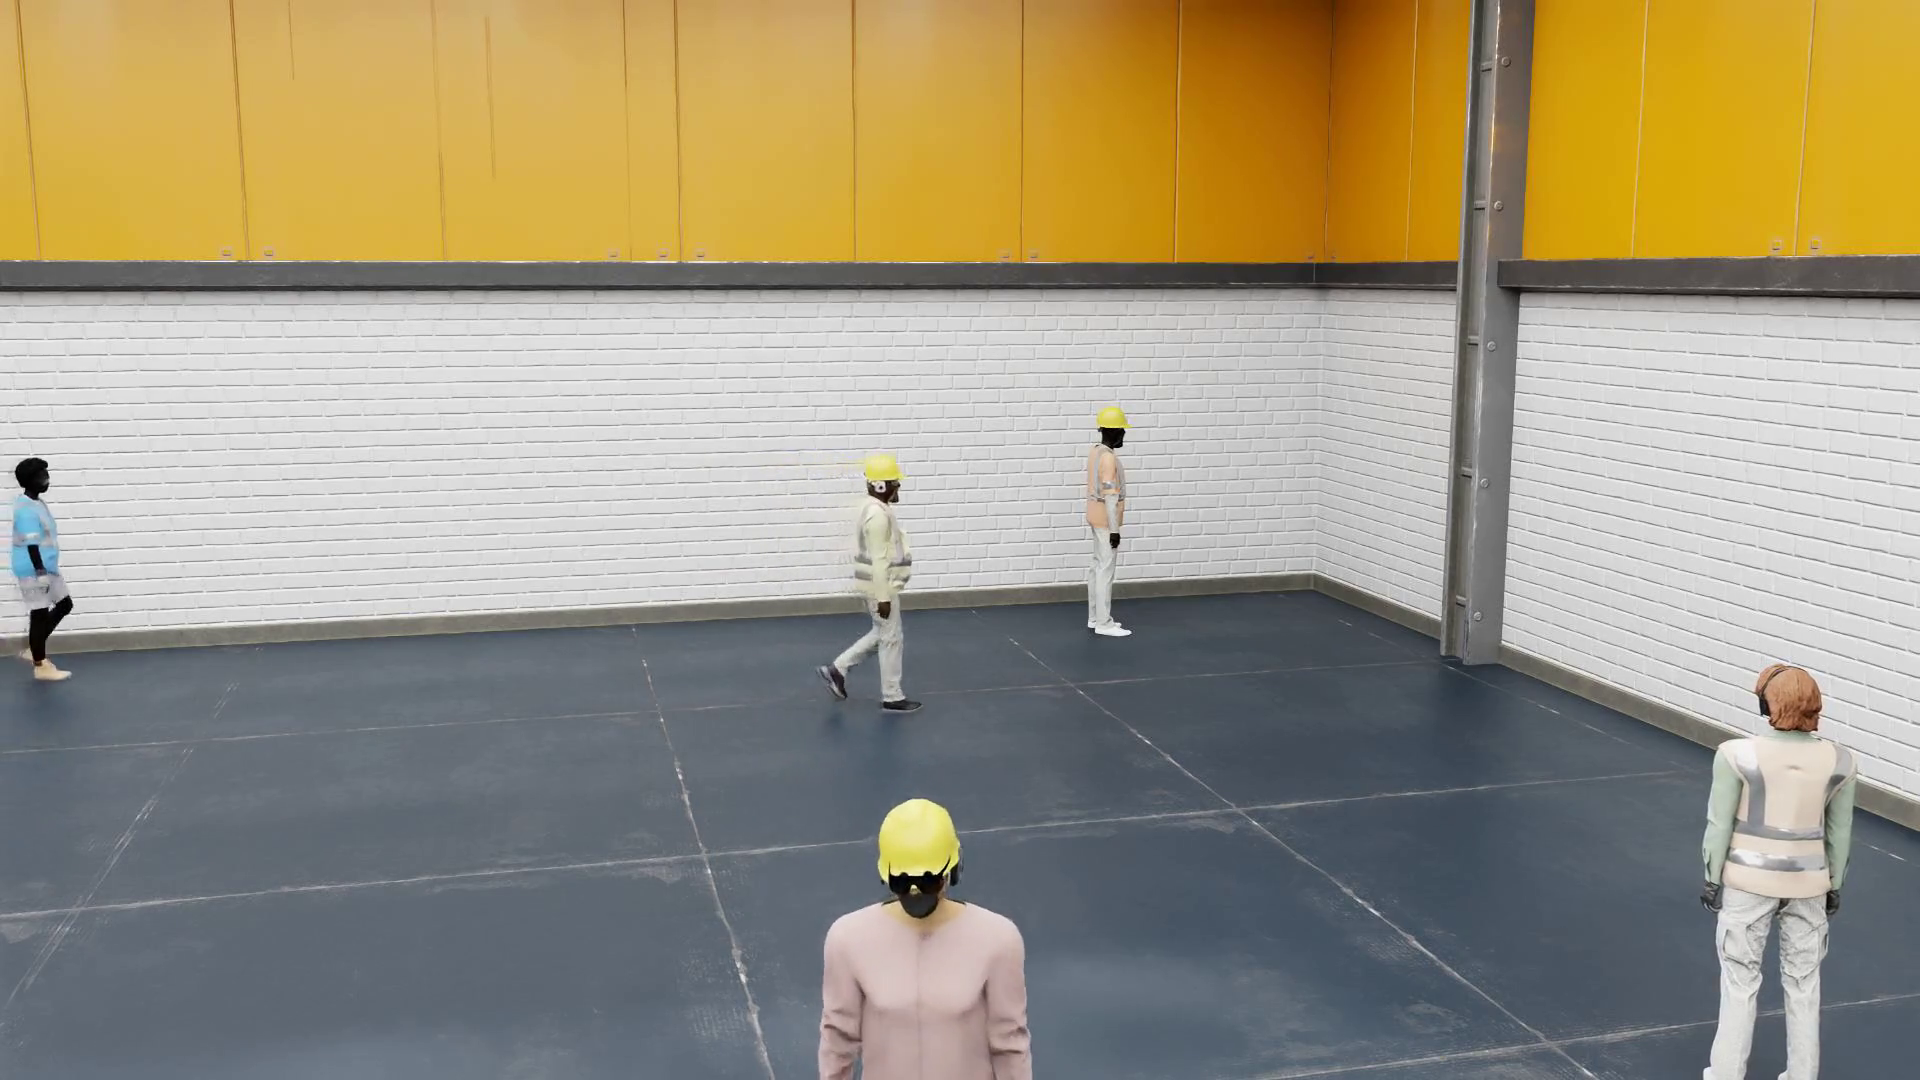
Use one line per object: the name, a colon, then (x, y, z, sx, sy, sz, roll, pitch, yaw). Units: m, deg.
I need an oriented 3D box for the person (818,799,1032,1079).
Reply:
person: (-0.091, 1.467, 4.401, 0.554, 1.740, 0.628, 0, 9, -1)

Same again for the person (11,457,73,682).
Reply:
person: (-6.802, 0.225, 12.308, 0.367, 1.683, 0.559, -3, 10, -19)

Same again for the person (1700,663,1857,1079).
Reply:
person: (2.961, 1.260, 6.043, 0.508, 1.629, 0.314, 0, 9, 3)

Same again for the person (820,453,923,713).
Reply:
person: (-0.604, 0.307, 11.416, 0.630, 1.815, 0.598, -1, 9, -6)

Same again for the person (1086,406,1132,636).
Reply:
person: (1.246, -0.159, 13.971, 0.370, 1.927, 0.588, -1, 9, -7)
